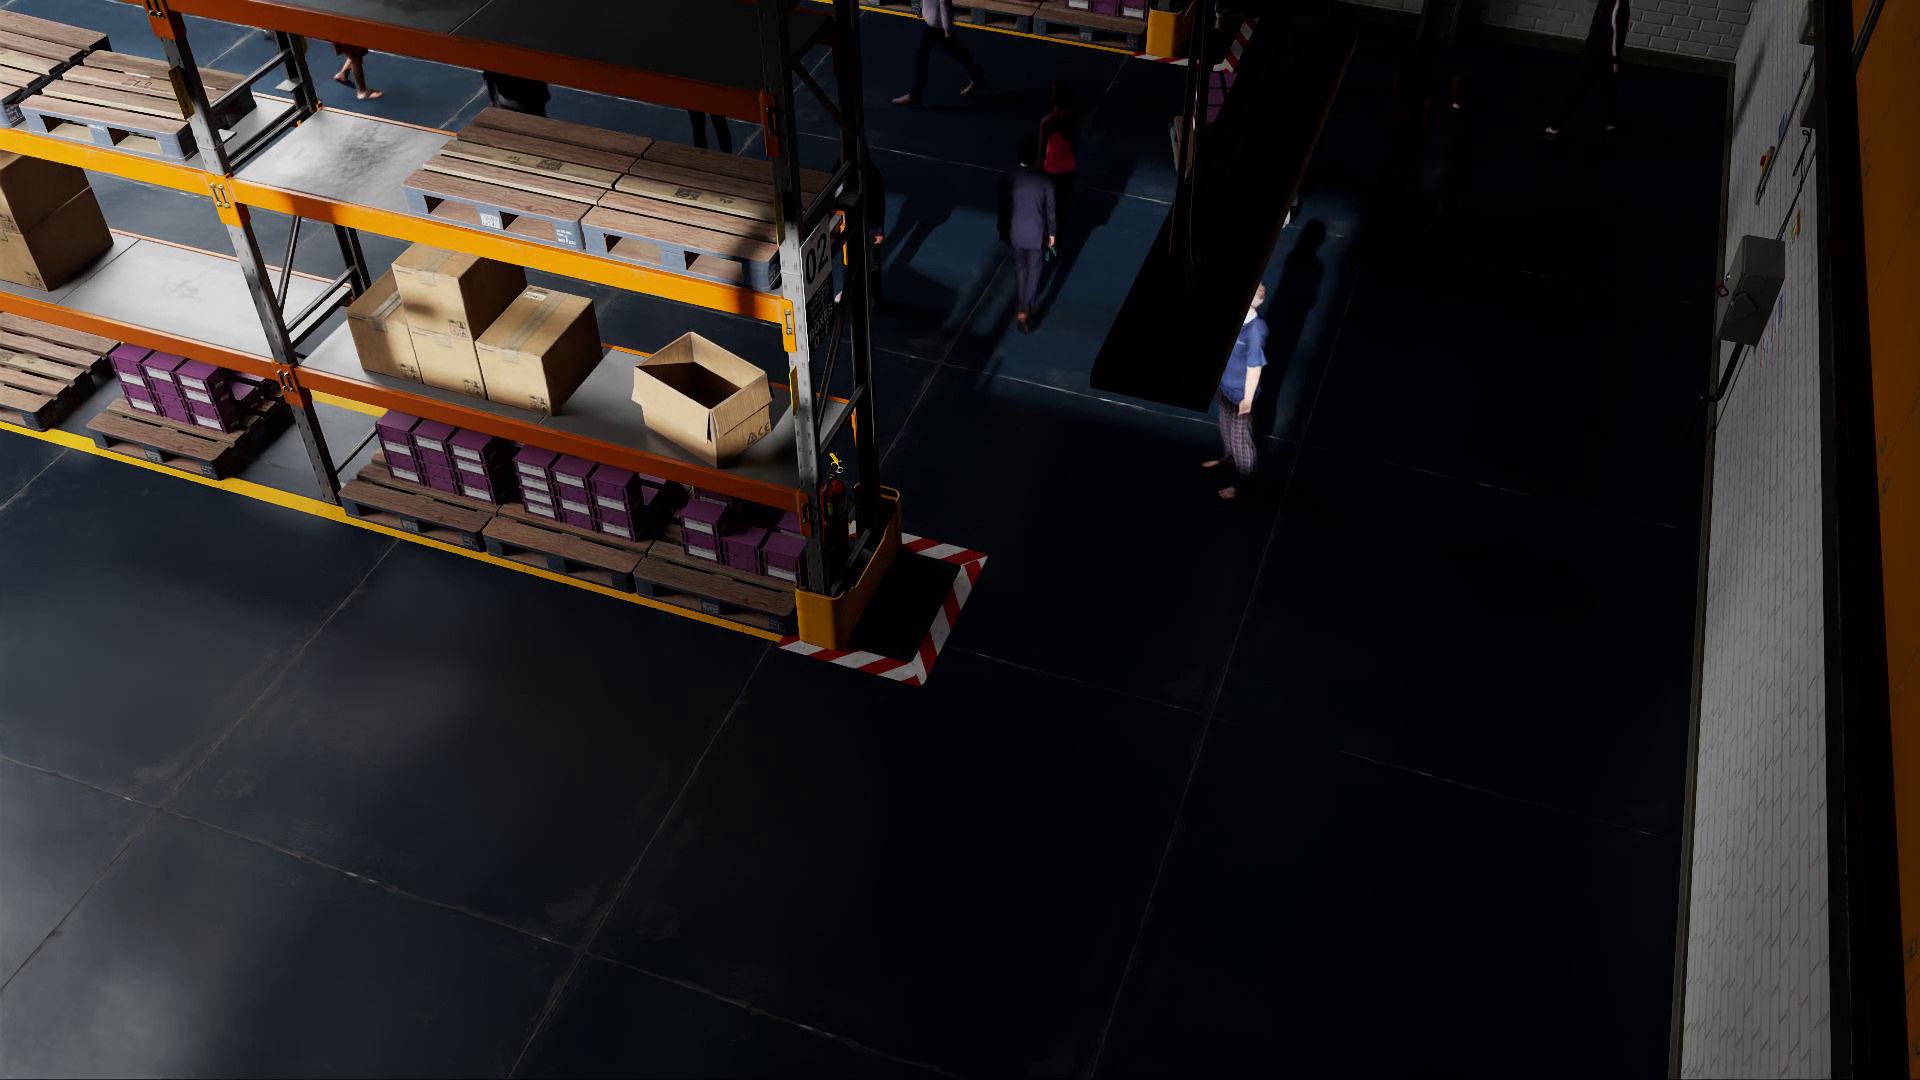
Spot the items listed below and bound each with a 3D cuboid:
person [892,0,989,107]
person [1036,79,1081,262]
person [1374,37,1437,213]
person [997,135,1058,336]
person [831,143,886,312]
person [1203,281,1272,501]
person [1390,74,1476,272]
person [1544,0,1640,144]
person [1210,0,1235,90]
[{"bbox_3d":[-0.123,-5.112,16.233,1.303,1.819,1.006,-2,44,-2],"label":"person"},{"bbox_3d":[0.865,-3.122,14.217,0.730,1.718,0.788,-19,47,-19],"label":"person"},{"bbox_3d":[3.988,-3.699,14.874,0.724,1.647,0.605,-34,53,-30],"label":"person"},{"bbox_3d":[0.529,-2.446,13.509,0.937,1.715,0.781,8,44,9],"label":"person"},{"bbox_3d":[-0.839,-2.637,13.784,0.572,1.612,0.710,17,46,17],"label":"person"},{"bbox_3d":[2.033,-1.112,12.001,0.769,1.864,0.753,-10,44,-10],"label":"person"},{"bbox_3d":[4.035,-3.037,14.074,1.091,1.791,1.012,-13,45,-14],"label":"person"},{"bbox_3d":[5.924,-4.561,15.667,1.054,1.800,0.686,15,46,15],"label":"person"},{"bbox_3d":[2.541,-5.178,16.328,0.512,1.782,0.589,12,45,12],"label":"person"}]
